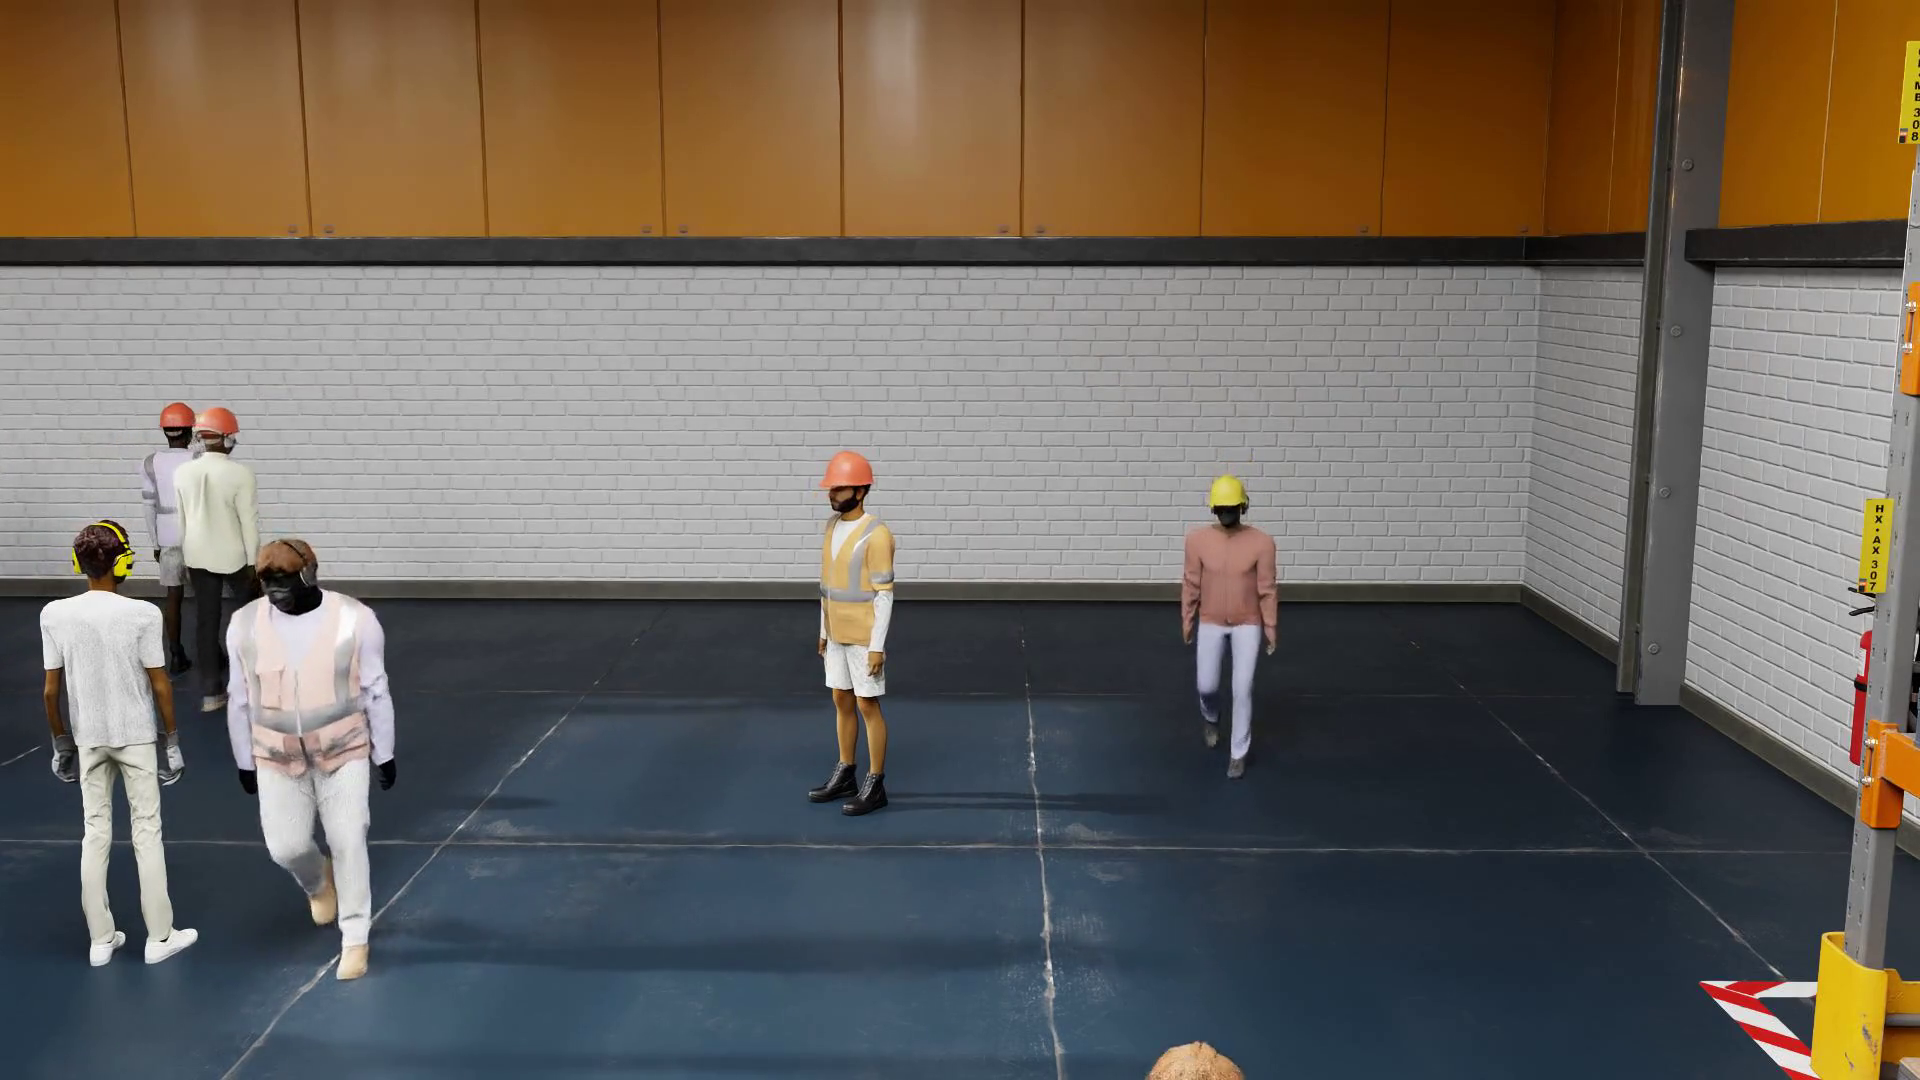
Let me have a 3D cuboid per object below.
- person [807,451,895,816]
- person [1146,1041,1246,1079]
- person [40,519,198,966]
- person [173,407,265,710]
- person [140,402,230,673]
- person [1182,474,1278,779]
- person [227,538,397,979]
[{"bbox_3d":[-0.581,0.489,8.841,0.355,1.942,0.543,-8,12,-40],"label":"person"},{"bbox_3d":[0.358,1.657,2.864,0.507,1.605,0.795,4,10,20],"label":"person"},{"bbox_3d":[-3.508,0.845,6.925,0.535,1.869,0.314,-1,9,-3],"label":"person"},{"bbox_3d":[-4.850,0.124,10.918,0.630,1.974,0.486,1,10,6],"label":"person"},{"bbox_3d":[-5.502,-0.012,11.851,0.544,1.938,0.355,-1,9,-4],"label":"person"},{"bbox_3d":[1.545,0.470,9.535,0.547,1.747,0.521,2,10,14],"label":"person"},{"bbox_3d":[-2.672,0.870,6.913,0.663,1.822,0.594,-2,10,-12],"label":"person"}]
